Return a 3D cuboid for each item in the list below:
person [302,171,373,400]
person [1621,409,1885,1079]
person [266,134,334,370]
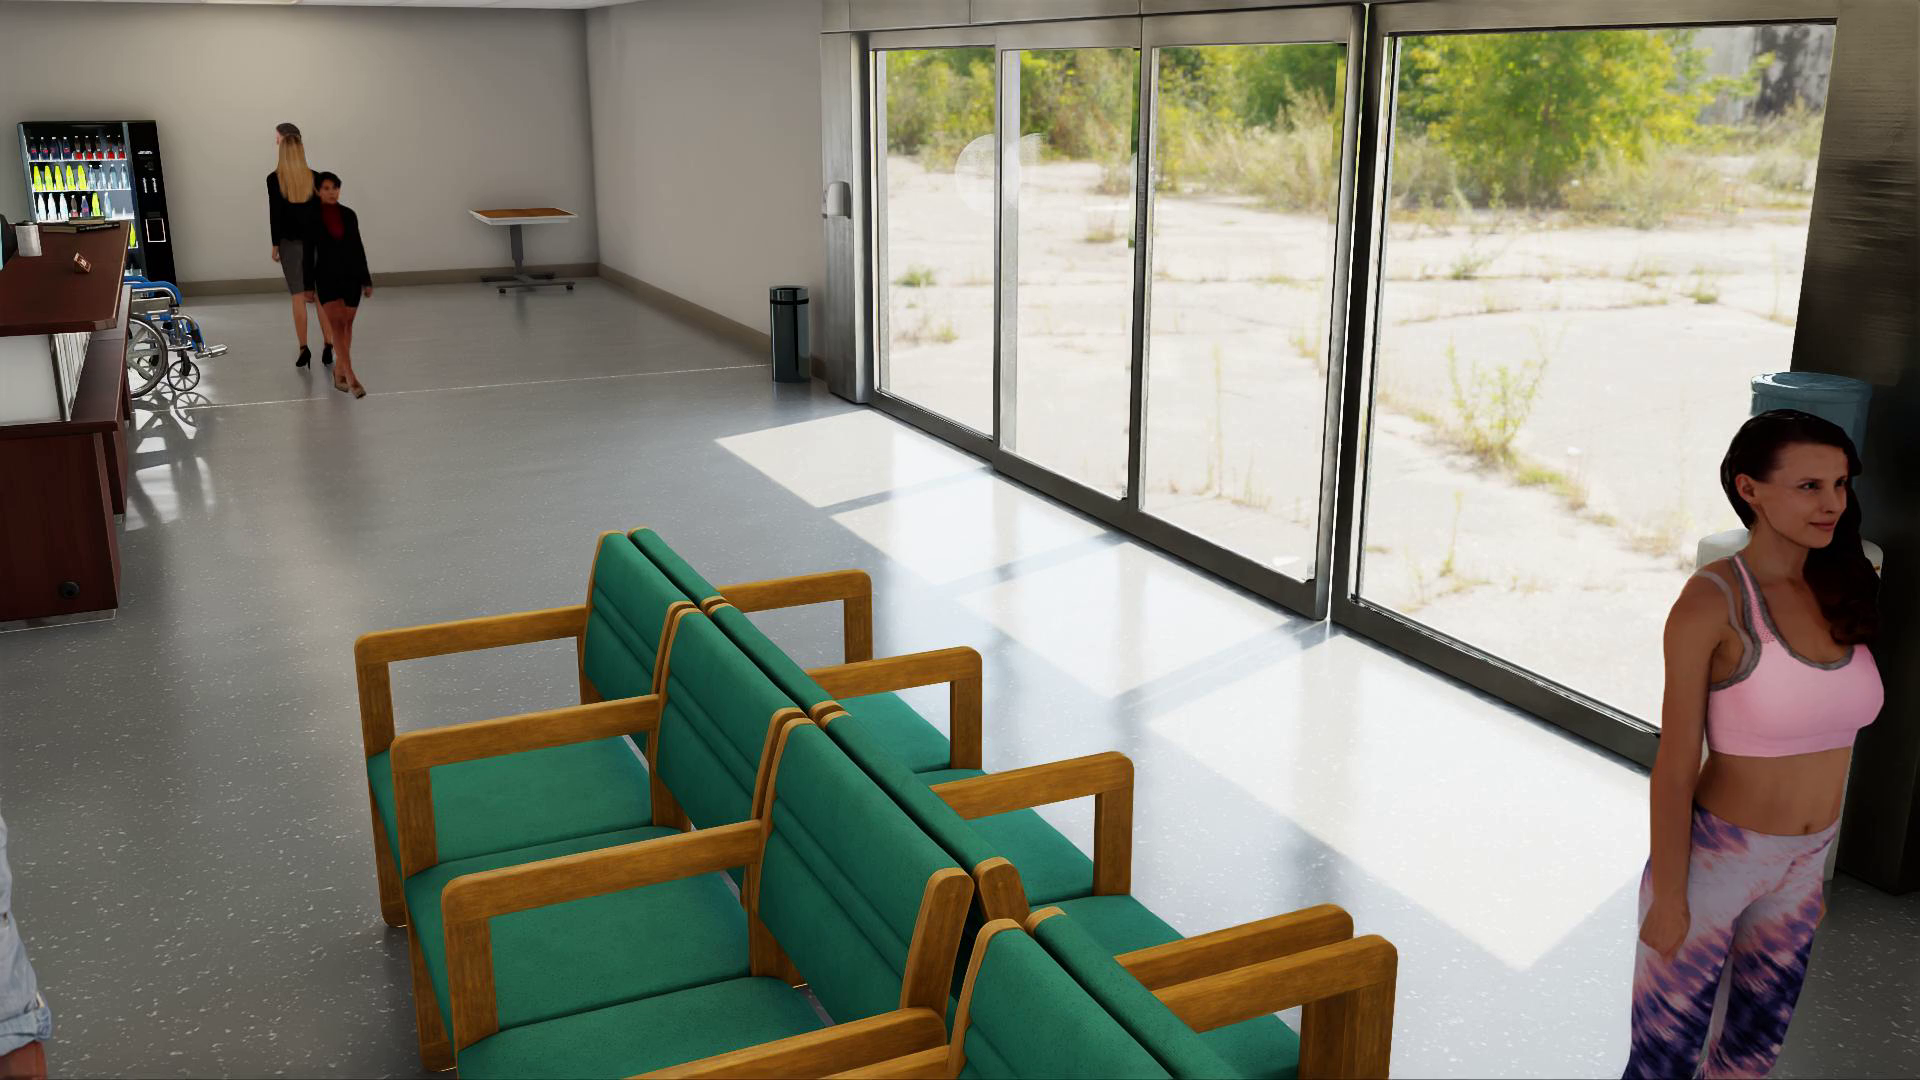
[{"bbox_3d":[-4.496,-1.801,11.975,1.006,1.596,0.800,-12,20,-37],"label":"person"},{"bbox_3d":[1.423,0.628,3.049,0.459,1.765,0.654,-7,17,-22],"label":"person"},{"bbox_3d":[-5.261,-2.306,13.309,0.557,1.843,0.715,-12,20,-37],"label":"person"}]
